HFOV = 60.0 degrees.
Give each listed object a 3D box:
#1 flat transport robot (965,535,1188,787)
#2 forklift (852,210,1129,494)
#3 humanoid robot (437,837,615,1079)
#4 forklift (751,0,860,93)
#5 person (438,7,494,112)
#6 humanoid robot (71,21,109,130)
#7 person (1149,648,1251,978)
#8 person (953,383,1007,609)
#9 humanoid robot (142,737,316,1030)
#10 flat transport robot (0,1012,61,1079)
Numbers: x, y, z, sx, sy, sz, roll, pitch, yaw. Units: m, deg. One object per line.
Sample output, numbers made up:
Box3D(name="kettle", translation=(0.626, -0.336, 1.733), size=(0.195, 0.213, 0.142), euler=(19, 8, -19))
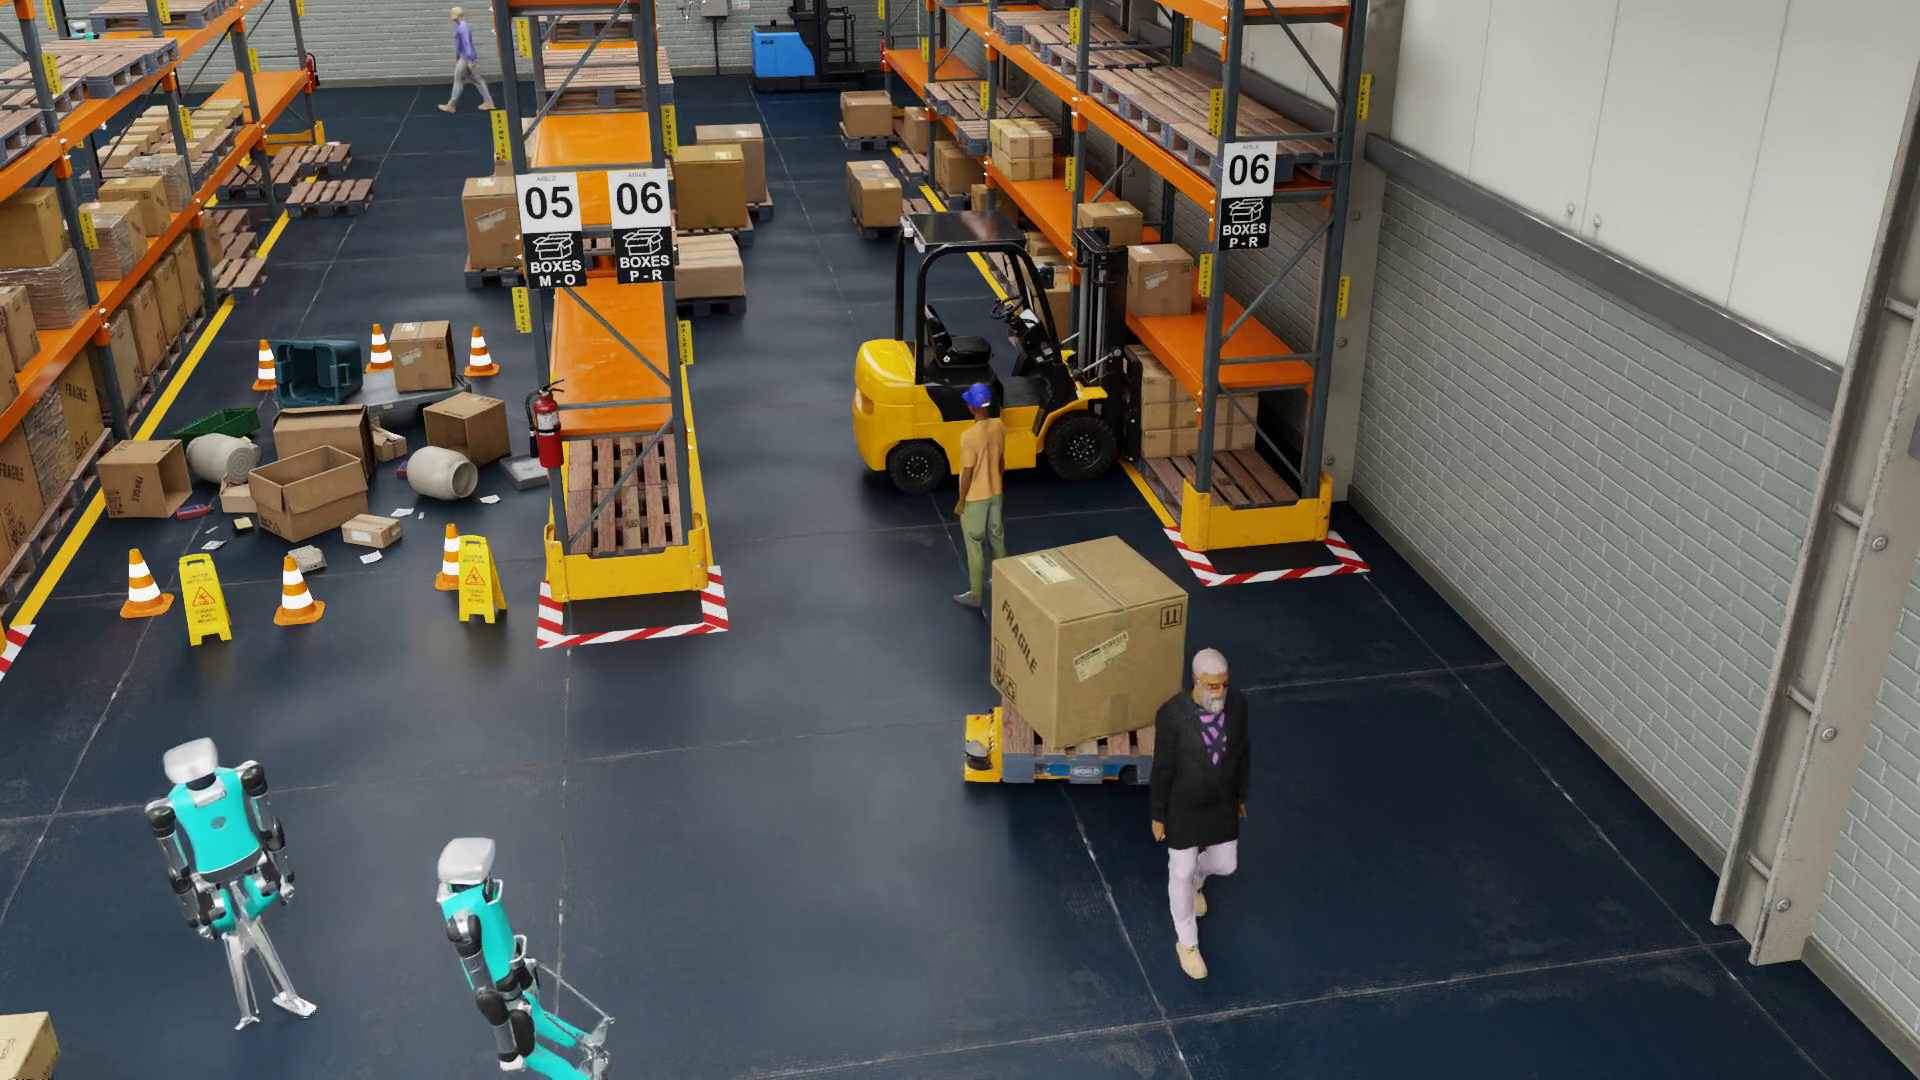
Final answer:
Box3D(name="flat transport robot", translation=(0.751, 1.278, 10.468), size=(1.431, 0.231, 0.659), euler=(1, 26, 1))
Box3D(name="forklift", translation=(0.216, -1.659, 14.366), size=(2.313, 2.155, 1.214), euler=(-5, 26, -10))
Box3D(name="humanoid robot", translation=(-1.789, 2.028, 7.181), size=(0.700, 1.757, 0.530), euler=(-4, 26, -9))
Box3D(name="forklift", translation=(-2.872, -9.679, 30.288), size=(1.873, 2.768, 1.129), euler=(-5, 26, -10))
Box3D(name="person", translation=(-8.565, -8.270, 28.642), size=(0.946, 1.746, 0.617), euler=(-7, 26, -14))
Box3D(name="humanoid robot", translation=(-14.419, -7.648, 27.414), size=(0.547, 1.809, 0.896), euler=(-22, 34, -38))
Box3D(name="person", translation=(1.210, 1.332, 8.545), size=(0.561, 1.840, 0.566), euler=(-7, 27, -15))
Box3D(name="person", translation=(0.130, -0.331, 12.145), size=(0.357, 1.716, 0.460), euler=(23, 34, 39))
Box3D(name="humanoid robot", translation=(-3.561, 1.648, 8.025), size=(0.587, 1.787, 0.709), euler=(-20, 32, -35))
Box3D(name="flat transport robot", translation=(-4.543, 2.838, 7.218), size=(1.431, 0.231, 0.659), euler=(-10, 27, -19))
